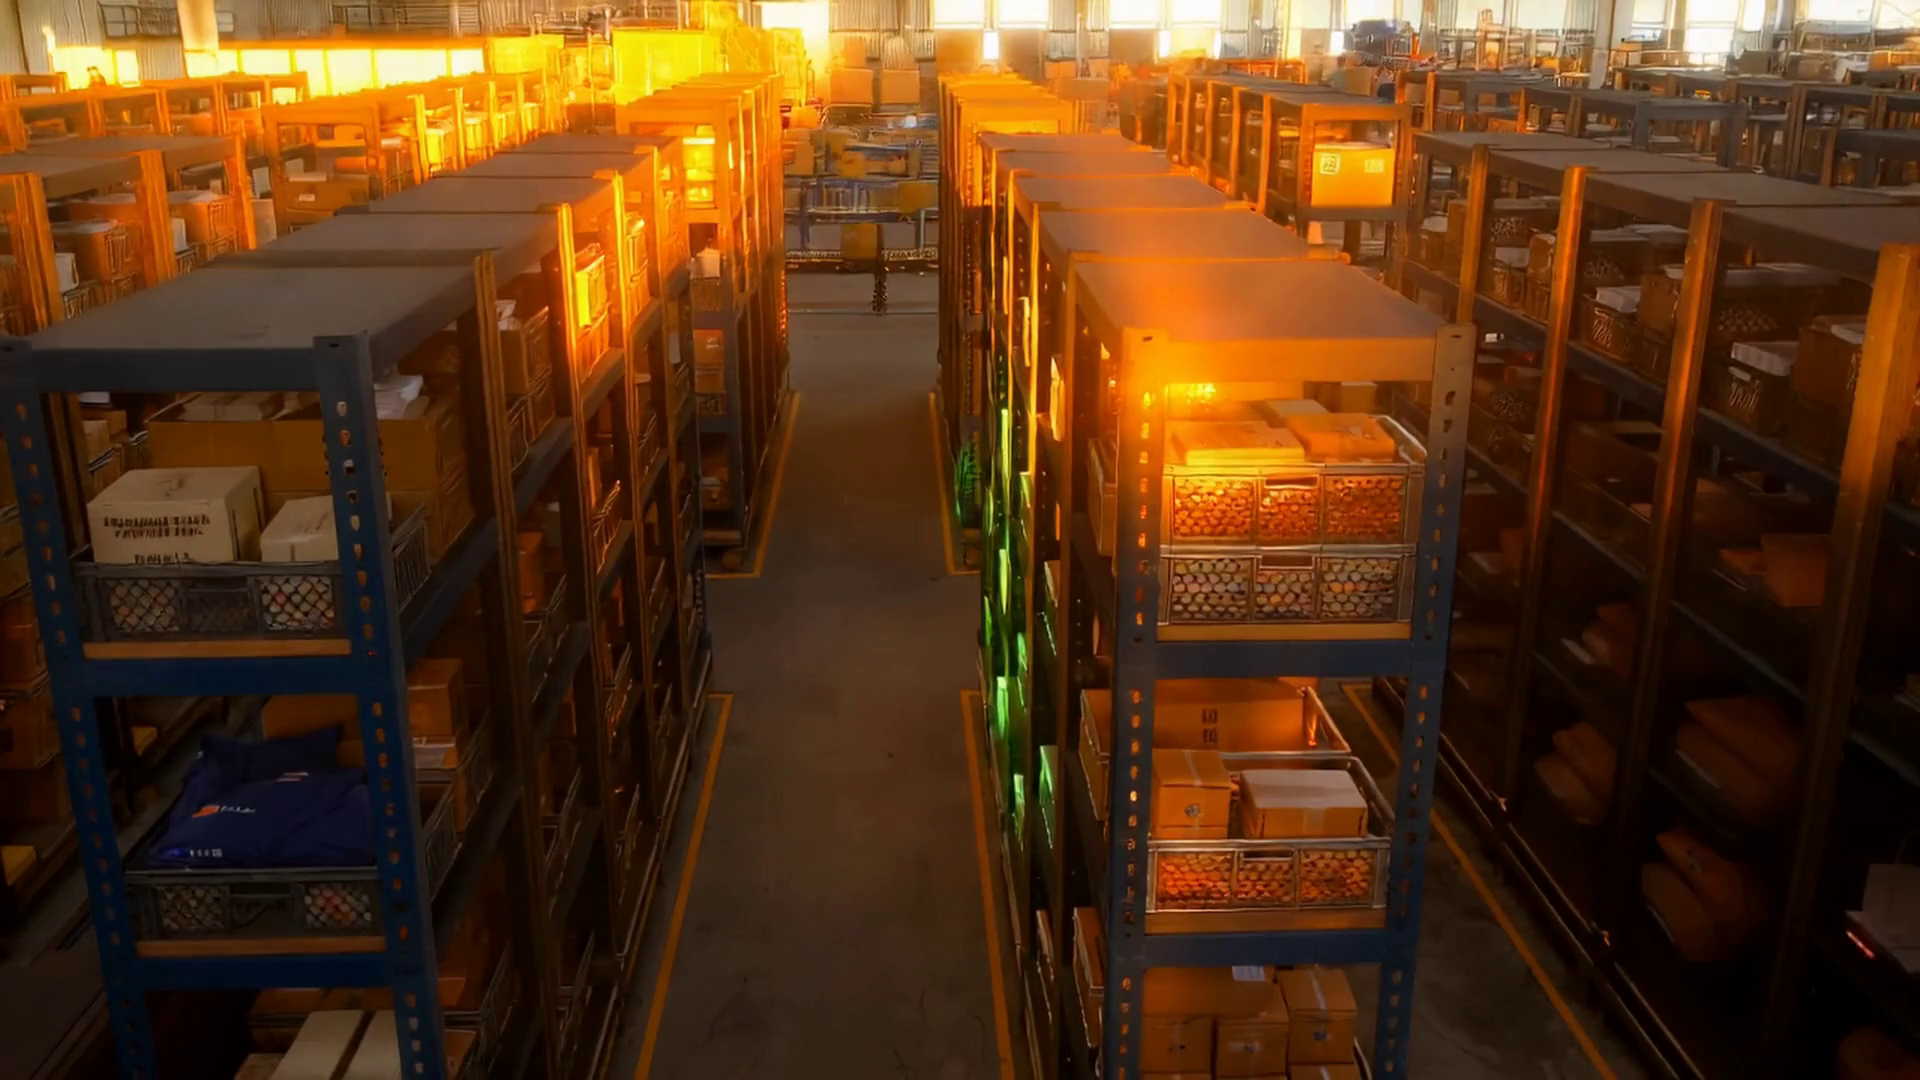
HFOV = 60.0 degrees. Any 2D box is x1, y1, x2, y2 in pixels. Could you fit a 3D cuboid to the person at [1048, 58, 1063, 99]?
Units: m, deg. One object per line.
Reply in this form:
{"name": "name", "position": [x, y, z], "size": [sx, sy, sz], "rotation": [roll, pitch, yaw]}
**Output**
{"name": "person", "position": [4.436, -21.449, 77.258], "size": [0.651, 1.867, 0.587], "rotation": [5, 19, 14]}

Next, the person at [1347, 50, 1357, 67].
{"name": "person", "position": [20.616, -24.805, 87.564], "size": [0.422, 1.935, 0.629], "rotation": [-12, 22, -33]}

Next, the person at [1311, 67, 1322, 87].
{"name": "person", "position": [13.418, -16.873, 62.954], "size": [0.393, 1.965, 0.652], "rotation": [15, 23, 39]}

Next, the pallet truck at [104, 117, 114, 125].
{"name": "pallet truck", "position": [-18.367, -7.885, 35.078], "size": [1.885, 1.965, 0.823], "rotation": [1, 18, 2]}

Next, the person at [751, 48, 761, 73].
{"name": "person", "position": [-11.242, -26.155, 91.764], "size": [0.584, 1.910, 0.389], "rotation": [-8, 19, -23]}

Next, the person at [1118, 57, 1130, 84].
{"name": "person", "position": [7.415, -20.884, 75.382], "size": [0.605, 1.949, 0.402], "rotation": [13, 22, 35]}

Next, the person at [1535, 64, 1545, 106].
{"name": "person", "position": [24.105, -18.865, 69.286], "size": [0.532, 1.860, 0.332], "rotation": [-9, 20, -25]}

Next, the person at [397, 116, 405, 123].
{"name": "person", "position": [-17.867, -13.646, 53.360], "size": [0.578, 1.699, 0.622], "rotation": [5, 18, 14]}

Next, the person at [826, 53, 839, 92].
{"name": "person", "position": [-6.431, -23.573, 83.782], "size": [0.620, 1.897, 0.491], "rotation": [-4, 18, -13]}

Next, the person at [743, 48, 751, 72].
{"name": "person", "position": [-11.910, -26.778, 93.811], "size": [0.630, 1.822, 0.650], "rotation": [2, 18, 5]}

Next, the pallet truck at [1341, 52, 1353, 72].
{"name": "pallet truck", "position": [18.794, -23.123, 82.231], "size": [0.823, 1.965, 1.885], "rotation": [-13, 22, -35]}

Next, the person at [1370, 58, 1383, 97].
{"name": "person", "position": [17.910, -19.670, 71.475], "size": [0.536, 2.000, 0.676], "rotation": [-1, 18, -3]}

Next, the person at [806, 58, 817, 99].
{"name": "person", "position": [-6.888, -21.344, 76.972], "size": [0.520, 1.842, 0.331], "rotation": [-5, 18, -14]}

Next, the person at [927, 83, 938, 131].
{"name": "person", "position": [-0.922, -13.871, 53.914], "size": [0.696, 1.810, 0.591], "rotation": [-8, 19, -23]}

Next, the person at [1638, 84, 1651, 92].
{"name": "person", "position": [25.017, -16.048, 60.928], "size": [0.523, 1.634, 0.315], "rotation": [-1, 18, -2]}

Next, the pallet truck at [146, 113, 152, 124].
{"name": "pallet truck", "position": [-18.087, -8.309, 36.390], "size": [1.885, 1.965, 0.823], "rotation": [-1, 18, -4]}

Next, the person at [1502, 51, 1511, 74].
{"name": "person", "position": [28.316, -24.432, 86.405], "size": [0.400, 1.926, 0.652], "rotation": [-7, 19, -20]}

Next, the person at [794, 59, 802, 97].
{"name": "person", "position": [-7.500, -21.314, 76.727], "size": [0.376, 1.939, 0.547], "rotation": [7, 19, 22]}

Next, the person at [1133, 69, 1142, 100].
{"name": "person", "position": [6.611, -16.858, 62.975], "size": [0.786, 1.920, 0.544], "rotation": [6, 19, 18]}

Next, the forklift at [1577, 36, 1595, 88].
{"name": "forklift", "position": [29.905, -22.173, 77.879], "size": [1.873, 2.768, 1.129], "rotation": [-15, 23, -39]}

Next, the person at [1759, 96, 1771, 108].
{"name": "person", "position": [21.137, -10.750, 43.879], "size": [0.627, 2.032, 0.427], "rotation": [2, 18, 7]}

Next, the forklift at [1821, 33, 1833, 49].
{"name": "forklift", "position": [43.362, -23.988, 83.493], "size": [1.873, 2.768, 1.129], "rotation": [13, 22, 35]}

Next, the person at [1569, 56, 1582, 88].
{"name": "person", "position": [30.558, -23.084, 82.444], "size": [0.646, 1.793, 0.954], "rotation": [-12, 21, -33]}

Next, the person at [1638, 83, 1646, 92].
{"name": "person", "position": [21.452, -13.488, 52.618], "size": [0.657, 1.876, 0.575], "rotation": [-1, 18, -4]}

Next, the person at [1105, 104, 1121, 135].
{"name": "person", "position": [4.250, -11.377, 46.484], "size": [0.511, 1.613, 0.618], "rotation": [-4, 18, -11]}

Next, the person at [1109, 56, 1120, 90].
{"name": "person", "position": [7.300, -21.912, 78.687], "size": [0.573, 1.877, 0.353], "rotation": [-5, 19, -15]}
